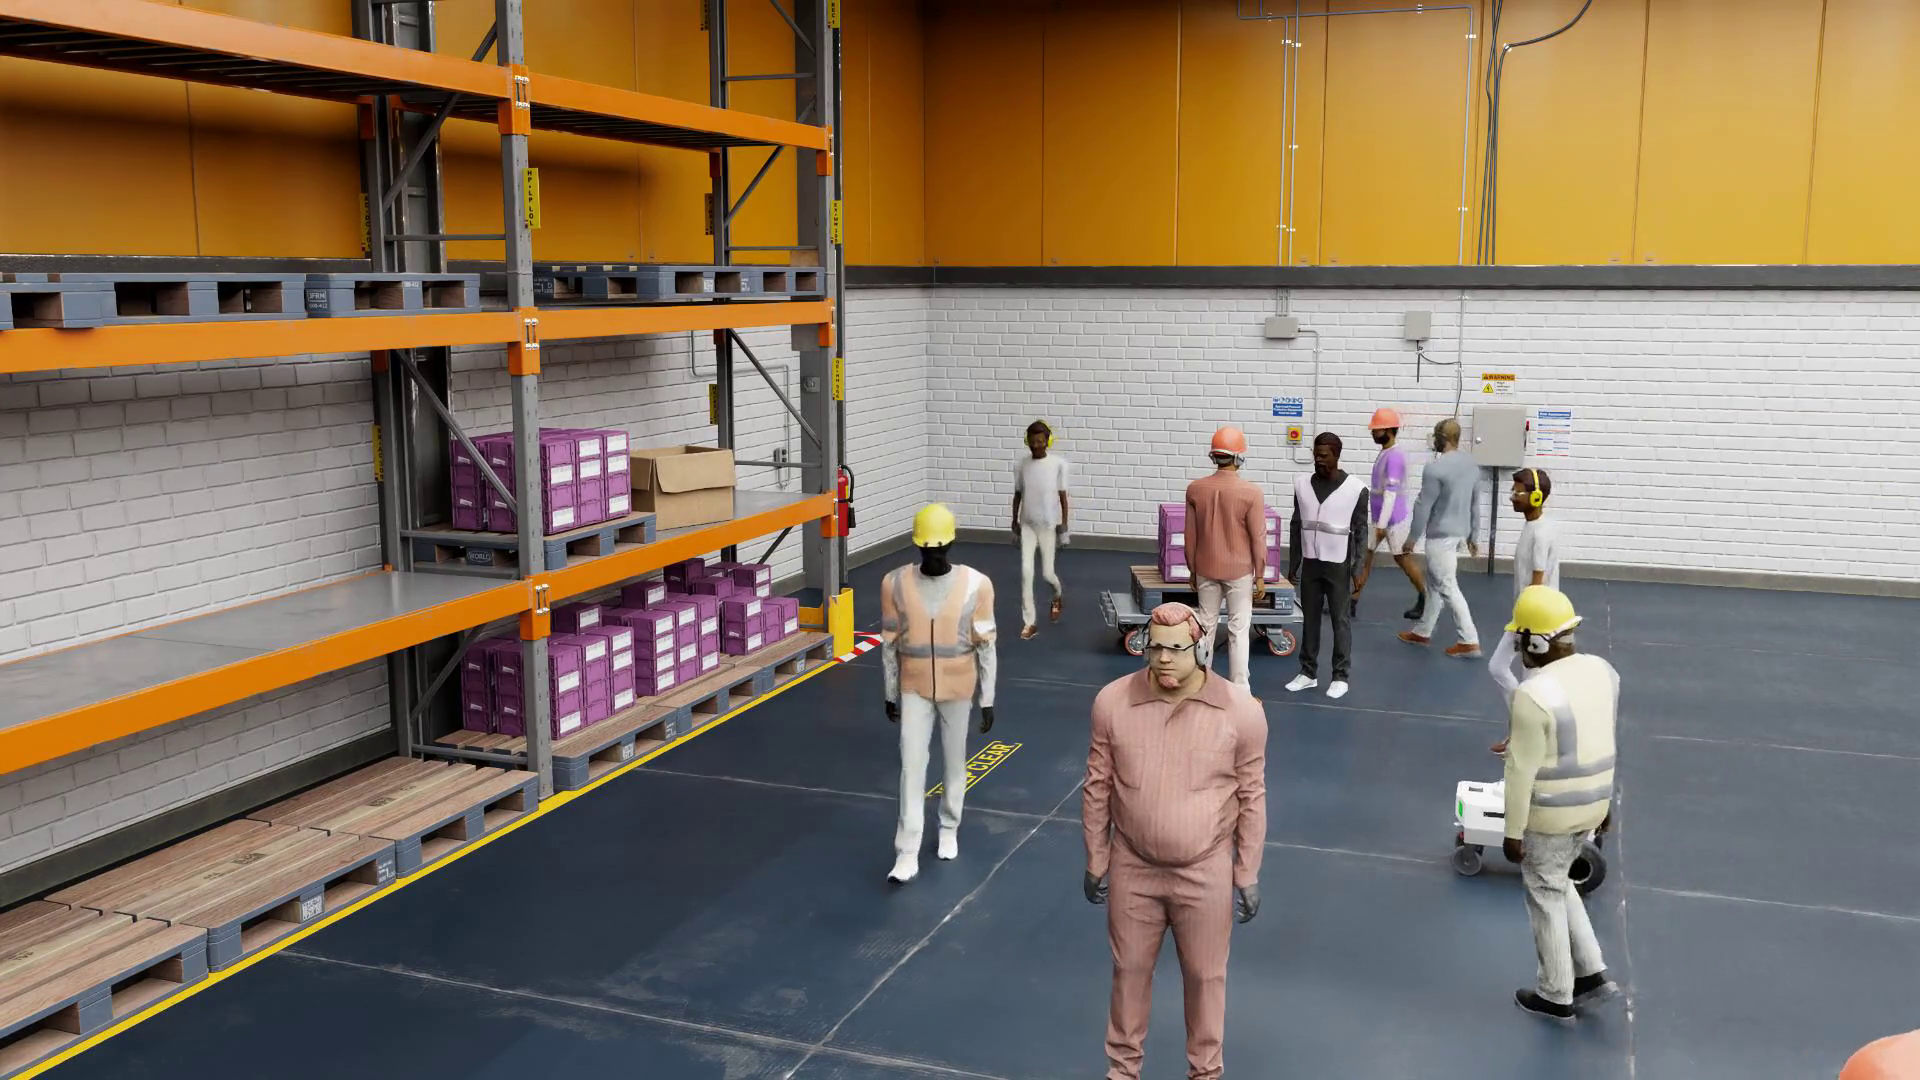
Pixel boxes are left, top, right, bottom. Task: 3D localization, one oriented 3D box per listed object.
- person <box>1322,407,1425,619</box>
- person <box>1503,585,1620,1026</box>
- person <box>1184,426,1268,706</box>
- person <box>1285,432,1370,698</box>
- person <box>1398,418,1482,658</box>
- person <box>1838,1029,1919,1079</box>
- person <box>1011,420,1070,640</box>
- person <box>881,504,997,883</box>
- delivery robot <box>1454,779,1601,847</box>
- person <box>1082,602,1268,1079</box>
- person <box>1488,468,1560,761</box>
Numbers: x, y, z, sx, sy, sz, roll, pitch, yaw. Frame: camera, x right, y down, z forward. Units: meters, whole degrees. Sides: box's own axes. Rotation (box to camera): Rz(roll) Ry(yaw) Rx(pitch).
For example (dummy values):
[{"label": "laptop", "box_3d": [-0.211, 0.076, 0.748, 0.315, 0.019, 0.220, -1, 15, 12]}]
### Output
[{"label": "person", "box_3d": [3.770, -0.222, 14.613, 1.007, 1.889, 0.565, 0, 9, 1]}, {"label": "person", "box_3d": [2.381, 1.074, 6.693, 0.609, 1.808, 0.431, -7, 11, -36]}, {"label": "person", "box_3d": [1.846, 0.210, 11.537, 0.612, 1.997, 0.375, 6, 11, 34]}, {"label": "person", "box_3d": [2.658, 0.171, 12.026, 0.597, 1.916, 0.372, 8, 12, 40]}, {"label": "person", "box_3d": [3.905, -0.016, 13.314, 0.637, 1.906, 0.833, -8, 12, -42]}, {"label": "person", "box_3d": [1.495, 1.673, 2.637, 0.903, 1.900, 0.576, -4, 10, -26]}, {"label": "person", "box_3d": [0.688, -0.110, 14.031, 0.539, 1.843, 0.656, 3, 10, 19]}, {"label": "person", "box_3d": [-0.122, 0.768, 8.353, 0.606, 1.883, 0.931, 1, 9, 7]}, {"label": "delivery robot", "box_3d": [2.867, 1.382, 8.396, 0.707, 0.478, 0.477, 3, 9, 18]}, {"label": "person", "box_3d": [0.743, 1.156, 5.881, 0.651, 1.906, 0.401, 2, 9, 15]}, {"label": "person", "box_3d": [3.478, 0.481, 10.301, 0.495, 1.846, 0.547, 1, 9, 9]}]
